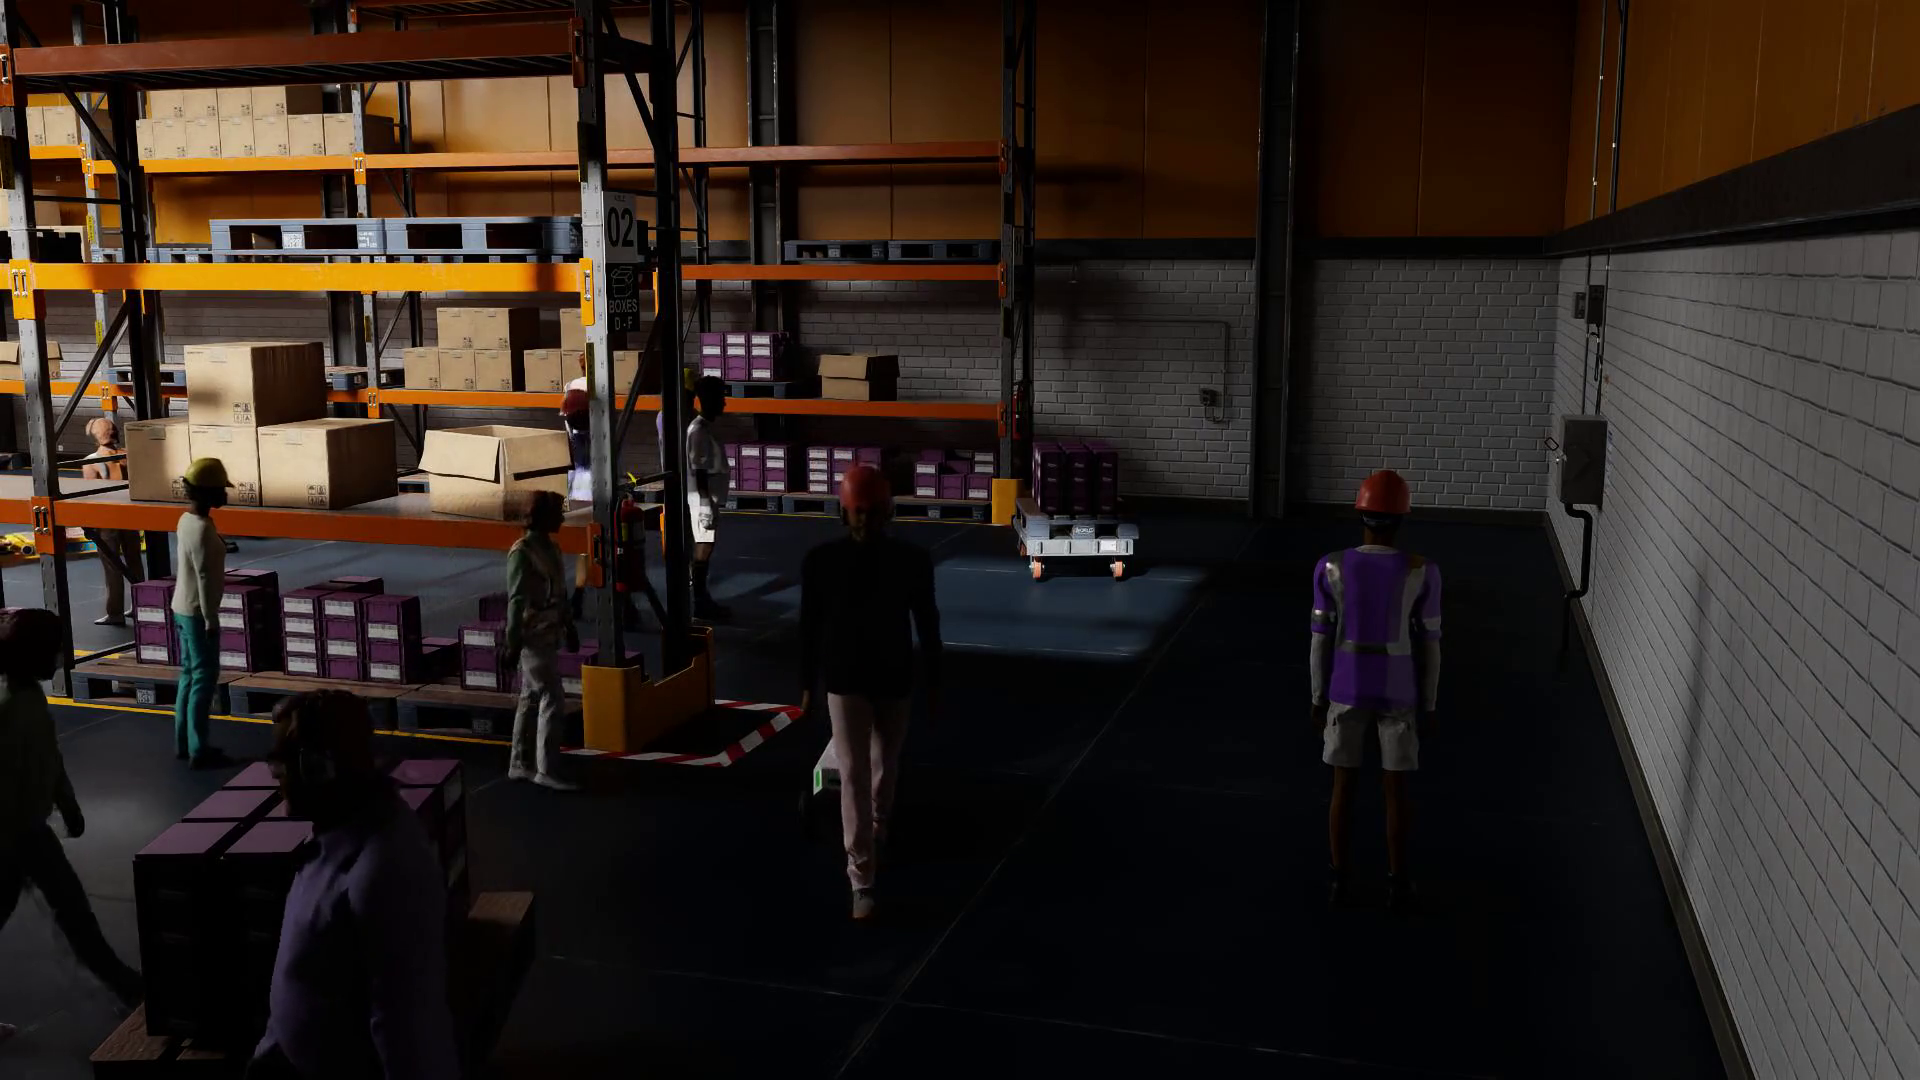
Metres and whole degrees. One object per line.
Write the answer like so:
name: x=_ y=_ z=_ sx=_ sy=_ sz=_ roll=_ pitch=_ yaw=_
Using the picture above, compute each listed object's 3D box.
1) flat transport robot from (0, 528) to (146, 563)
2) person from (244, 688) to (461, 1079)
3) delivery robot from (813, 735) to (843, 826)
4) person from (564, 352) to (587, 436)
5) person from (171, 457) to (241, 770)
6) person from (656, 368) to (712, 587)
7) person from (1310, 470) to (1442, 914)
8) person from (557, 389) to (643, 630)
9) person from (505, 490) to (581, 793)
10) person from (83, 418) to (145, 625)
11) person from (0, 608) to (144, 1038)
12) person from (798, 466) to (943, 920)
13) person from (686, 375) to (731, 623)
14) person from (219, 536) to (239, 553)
flat transport robot: x=-8.664 y=0.021 z=16.232 sx=1.431 sy=0.197 sz=0.652 roll=-7 pitch=12 yaw=-38
person: x=-1.447 y=1.263 z=3.872 sx=1.039 sy=1.841 sz=0.655 roll=-4 pitch=10 yaw=-23
delivery robot: x=-0.515 y=1.132 z=8.309 sx=0.477 sy=0.478 sz=0.707 roll=1 pitch=9 yaw=5
person: x=-4.062 y=-1.121 z=18.281 sx=0.573 sy=1.885 sz=0.357 roll=4 pitch=10 yaw=24
person: x=-4.248 y=0.409 z=9.375 sx=0.386 sy=1.753 sz=0.539 roll=-6 pitch=11 yaw=-33
person: x=-2.442 y=-0.560 z=14.735 sx=0.365 sy=1.927 sz=0.587 roll=4 pitch=10 yaw=20
person: x=1.809 y=0.659 z=7.275 sx=0.551 sy=1.935 sz=0.375 roll=3 pitch=10 yaw=18
person: x=-2.847 y=-0.239 z=12.945 sx=0.975 sy=1.888 sz=0.541 roll=4 pitch=10 yaw=21
person: x=-2.227 y=0.538 z=8.955 sx=0.534 sy=1.614 sz=0.538 roll=1 pitch=9 yaw=7
person: x=-6.669 y=-0.148 z=13.104 sx=0.311 sy=1.639 sz=0.512 roll=3 pitch=10 yaw=17
person: x=-3.332 y=1.030 z=6.063 sx=0.882 sy=1.576 sz=0.514 roll=-4 pitch=10 yaw=-22
person: x=-0.392 y=0.636 z=7.418 sx=0.637 sy=1.940 sz=1.014 roll=-1 pitch=9 yaw=-8
person: x=-2.002 y=-0.331 z=13.218 sx=0.366 sy=1.964 sz=0.610 roll=0 pitch=9 yaw=-3
person: x=-7.358 y=-0.837 z=16.395 sx=0.356 sy=1.937 sz=0.551 roll=-4 pitch=10 yaw=-24
